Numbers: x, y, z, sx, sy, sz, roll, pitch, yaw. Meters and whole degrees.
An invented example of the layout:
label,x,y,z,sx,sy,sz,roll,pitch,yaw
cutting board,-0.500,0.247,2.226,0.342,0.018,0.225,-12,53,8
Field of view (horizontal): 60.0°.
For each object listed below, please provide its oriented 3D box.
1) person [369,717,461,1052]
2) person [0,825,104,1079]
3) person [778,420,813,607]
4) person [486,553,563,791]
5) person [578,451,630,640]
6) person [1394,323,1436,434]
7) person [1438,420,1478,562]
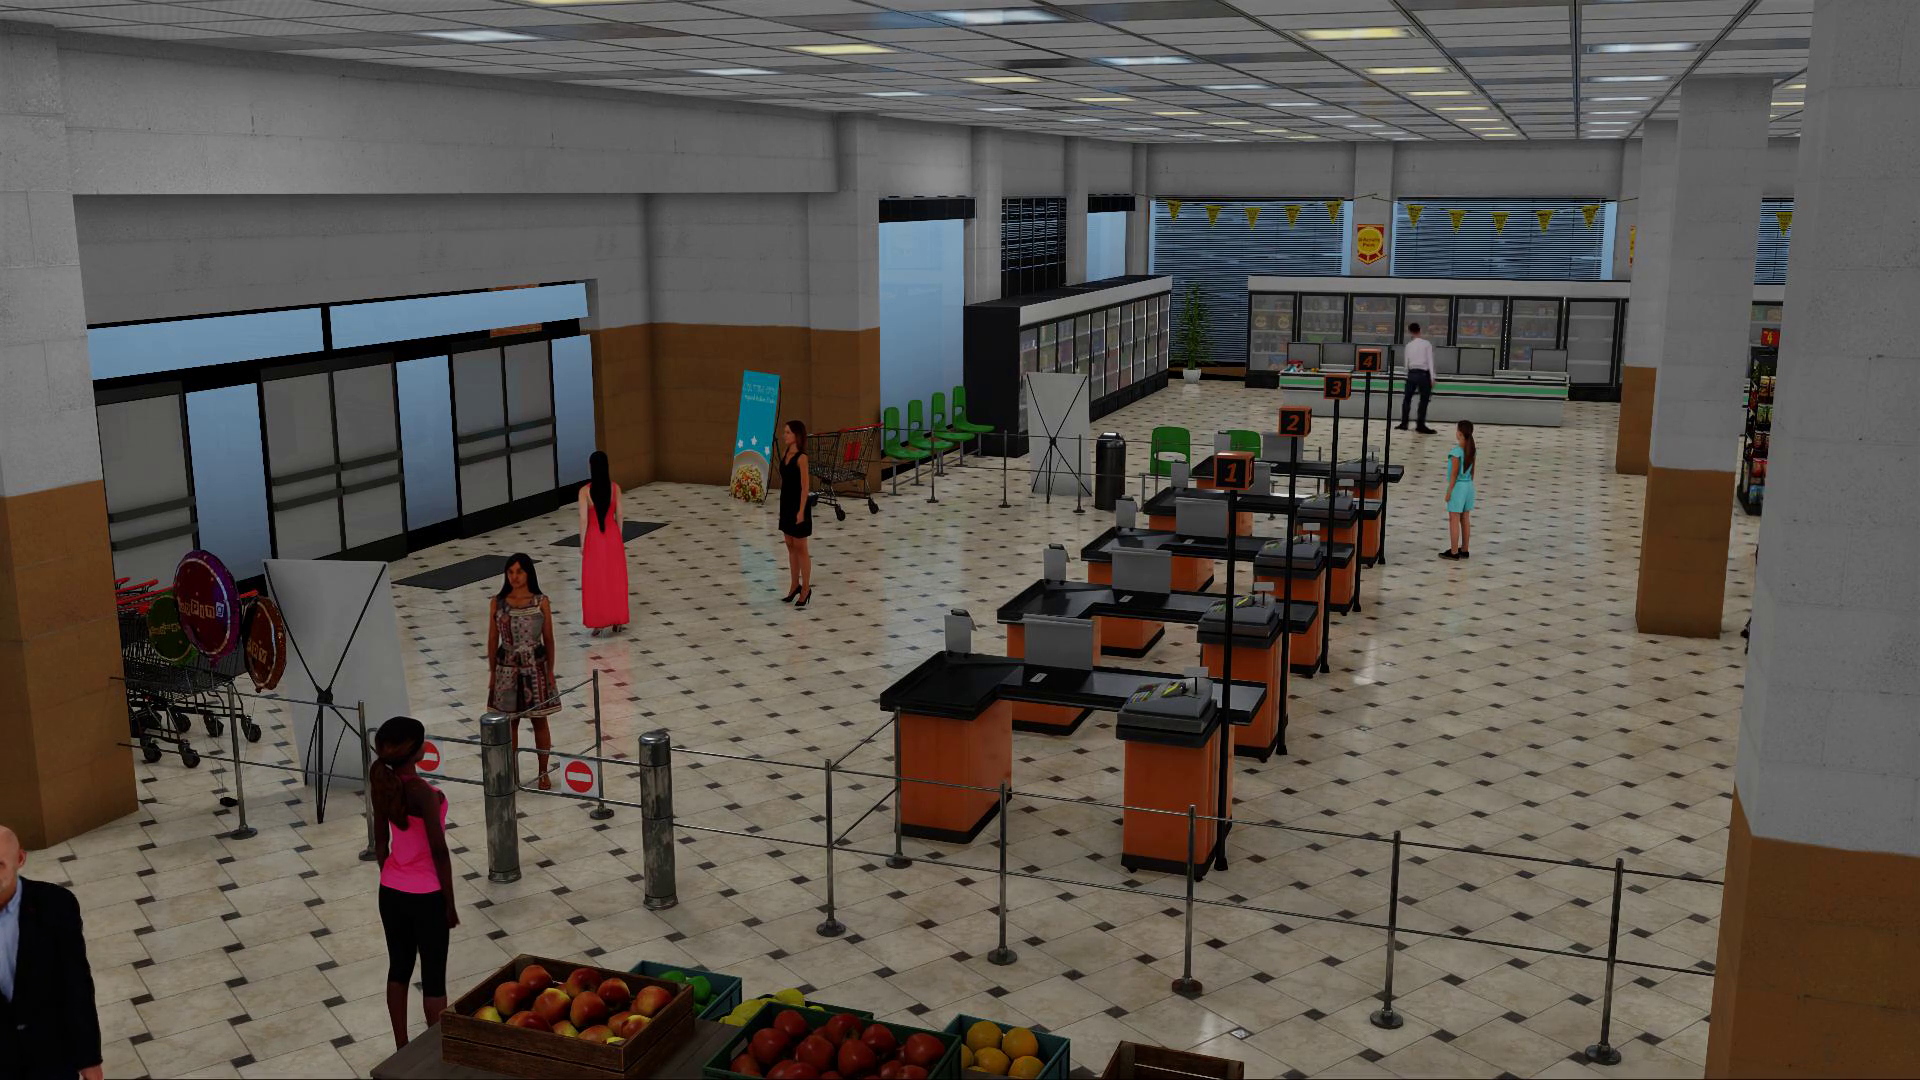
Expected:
label,x,y,z,sx,sy,sz,roll,pitch,yaw
person,-2.506,1.631,7.617,0.518,1.723,0.630,6,13,26
person,-3.506,1.889,6.279,1.059,1.769,1.105,-5,13,-23
person,-1.616,-0.266,16.354,0.725,1.835,0.629,-9,15,-36
person,-2.974,0.890,11.326,0.635,1.645,0.783,-1,12,-7
person,-3.261,0.036,15.182,0.713,1.728,0.746,-8,14,-34
person,7.753,-2.727,28.013,0.957,1.847,0.667,-9,15,-36
person,5.545,-0.561,18.427,0.648,1.558,0.695,-8,14,-32
